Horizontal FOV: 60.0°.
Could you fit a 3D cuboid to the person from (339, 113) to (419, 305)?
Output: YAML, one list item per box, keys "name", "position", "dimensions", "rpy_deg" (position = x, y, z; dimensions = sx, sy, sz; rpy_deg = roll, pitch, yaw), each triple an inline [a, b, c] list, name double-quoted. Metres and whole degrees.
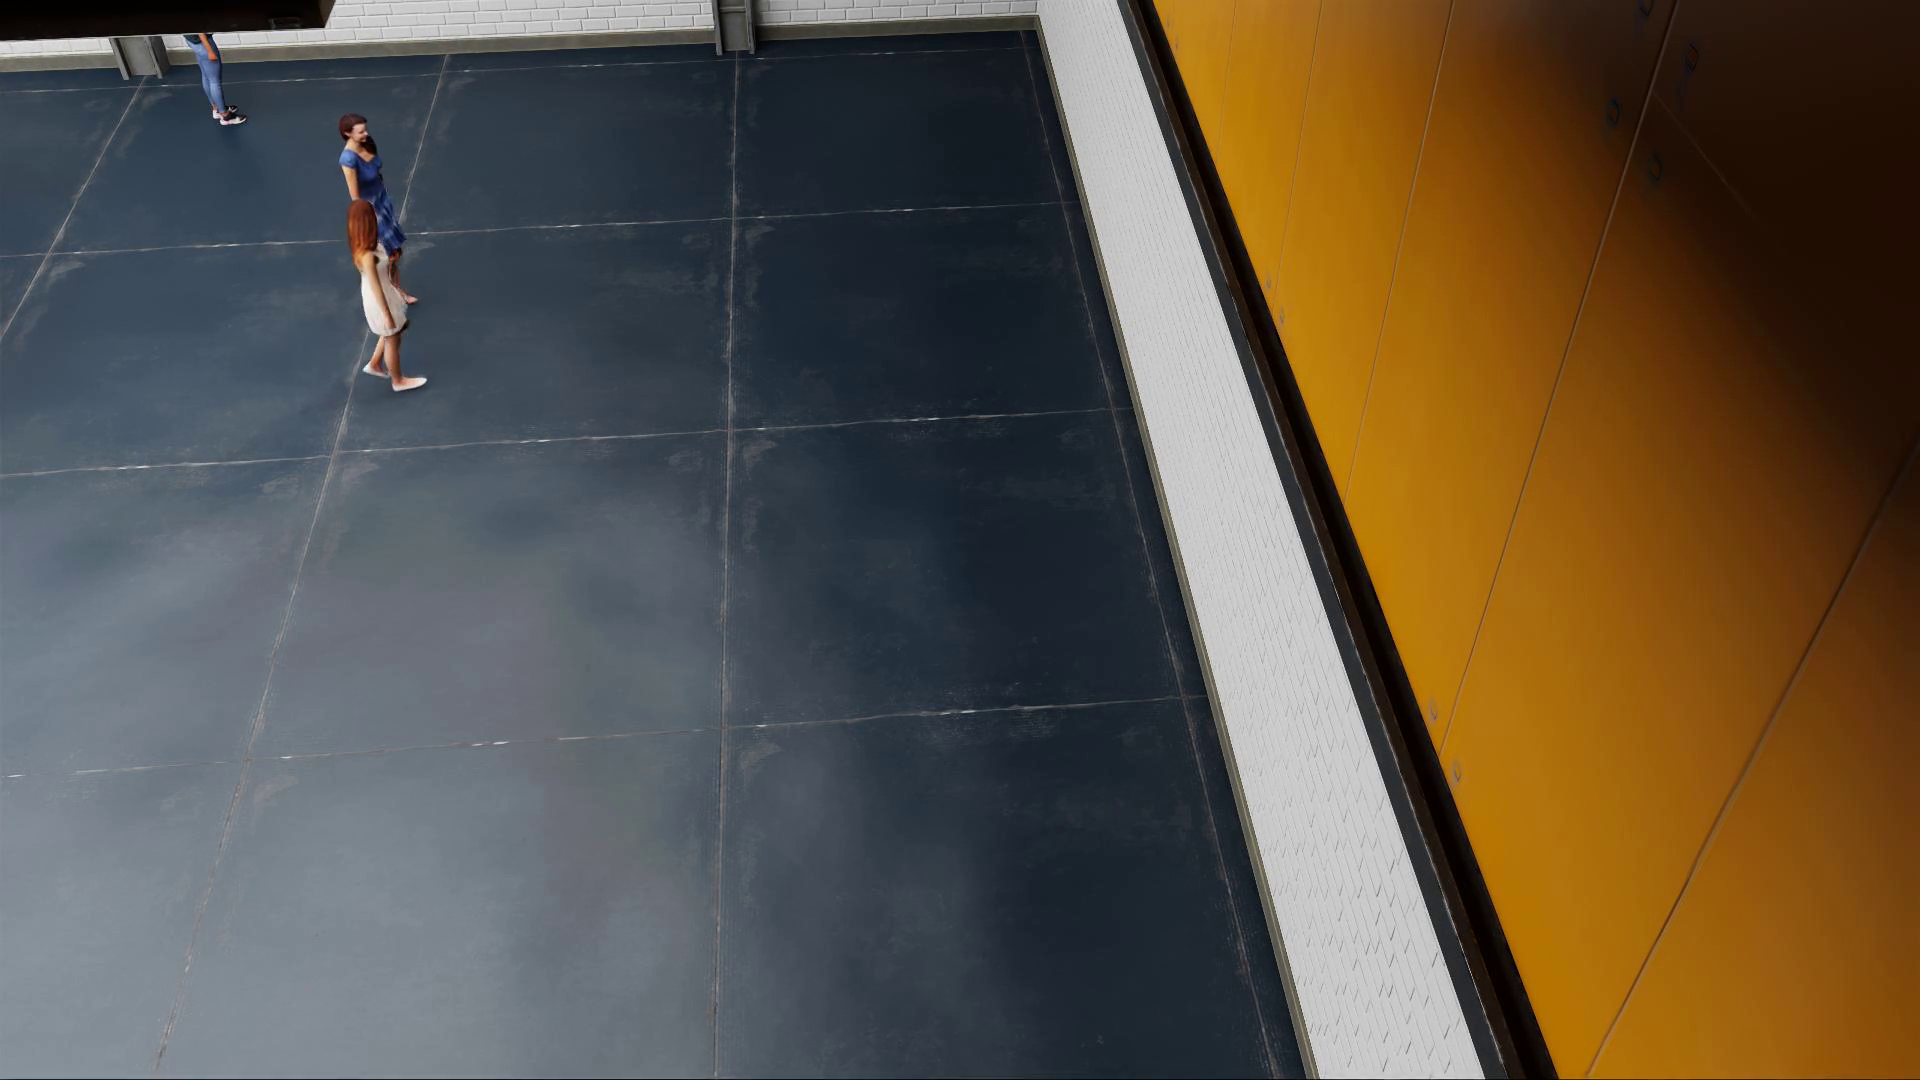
- name: "person"
  position: [-4.806, -2.643, 13.458]
  dimensions: [0.743, 1.793, 0.669]
  rpy_deg: [0, 44, 0]

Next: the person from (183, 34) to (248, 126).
- name: "person"
  position: [-7.203, -4.730, 15.776]
  dimensions: [0.752, 1.616, 0.713]
  rpy_deg: [-28, 50, -26]

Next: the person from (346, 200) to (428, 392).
- name: "person"
  position: [-4.507, -1.800, 12.644]
  dimensions: [0.758, 1.696, 0.676]
  rpy_deg: [-15, 46, -15]
